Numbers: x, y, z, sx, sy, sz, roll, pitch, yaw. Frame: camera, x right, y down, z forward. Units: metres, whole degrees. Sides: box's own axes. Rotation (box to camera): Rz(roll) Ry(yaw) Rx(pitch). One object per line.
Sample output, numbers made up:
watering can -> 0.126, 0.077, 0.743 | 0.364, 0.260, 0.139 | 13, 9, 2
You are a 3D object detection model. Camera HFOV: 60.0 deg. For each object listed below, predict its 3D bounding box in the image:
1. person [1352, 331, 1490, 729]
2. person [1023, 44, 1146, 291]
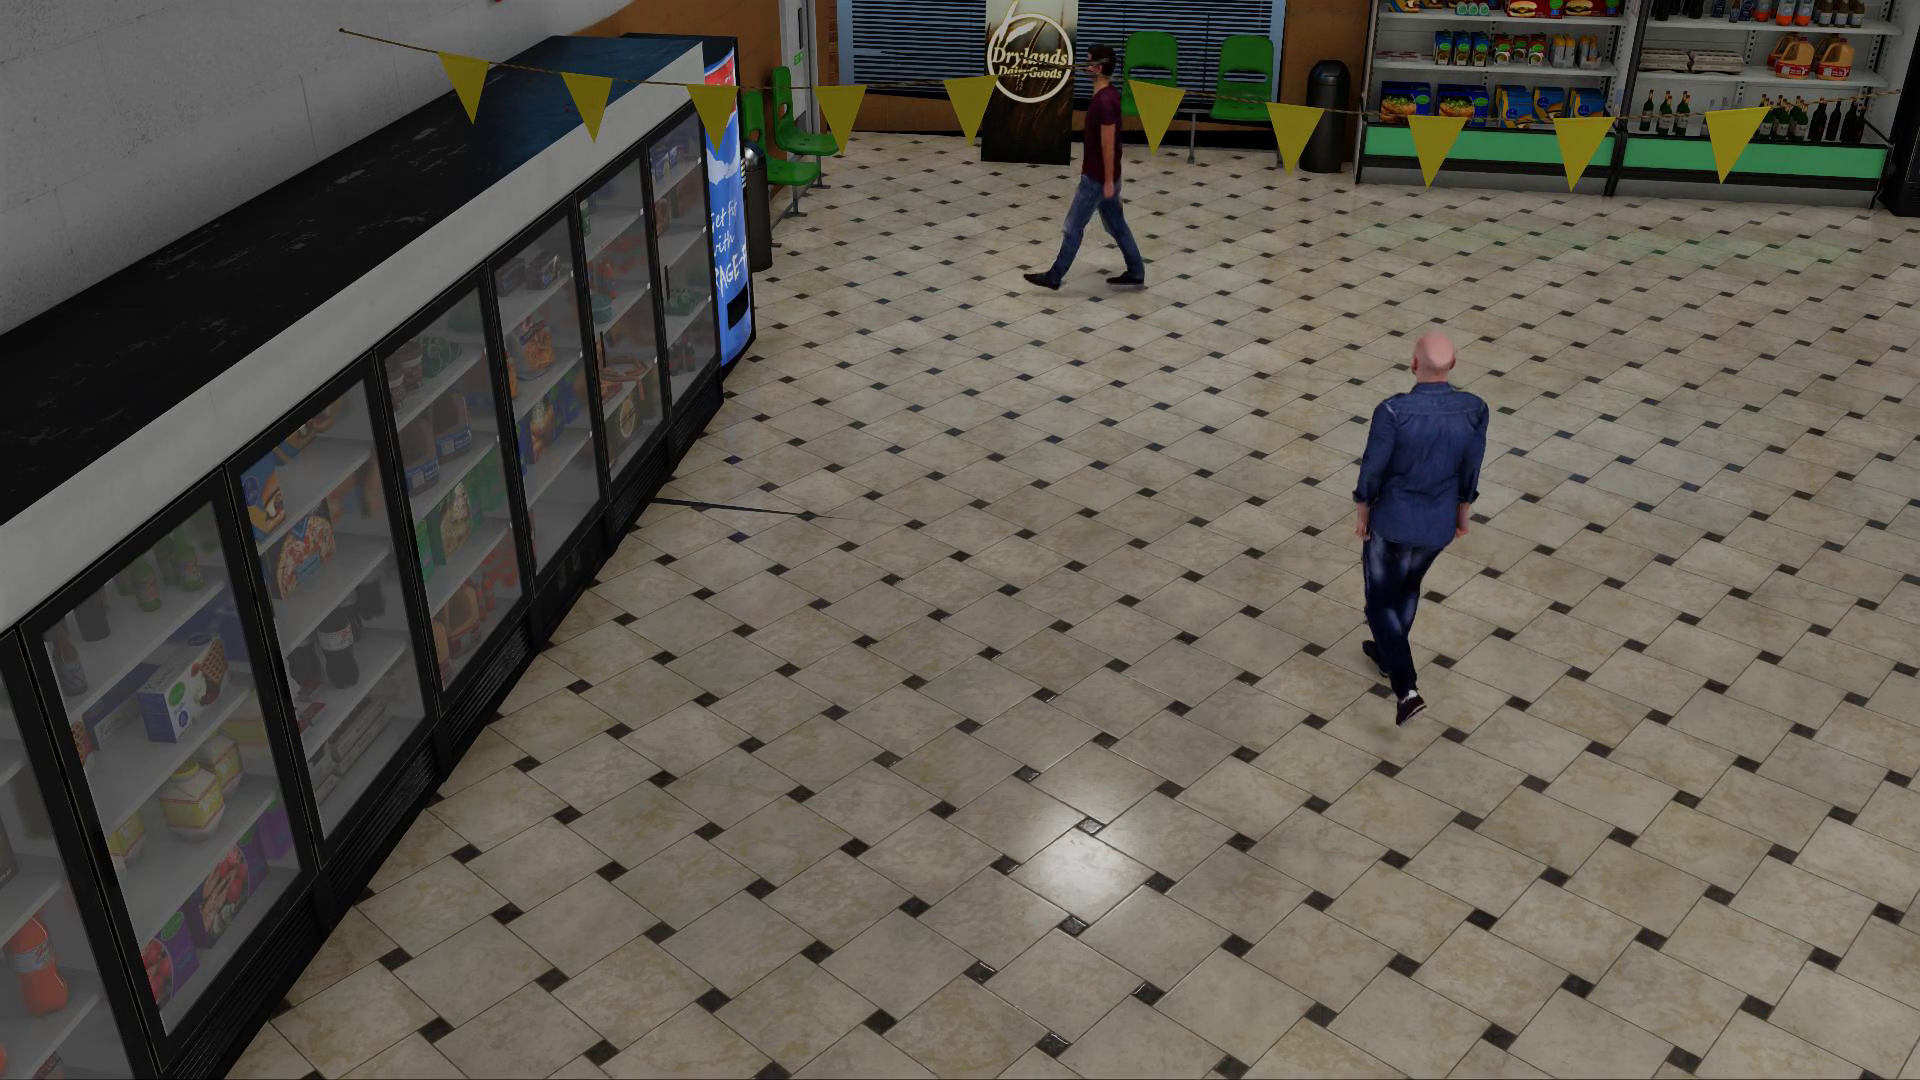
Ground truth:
person -> 2.007, -0.018, 7.329 | 1.164, 1.795, 1.032 | -5, 29, -9
person -> 1.110, -2.667, 12.171 | 1.101, 1.804, 0.660 | 4, 29, 8
